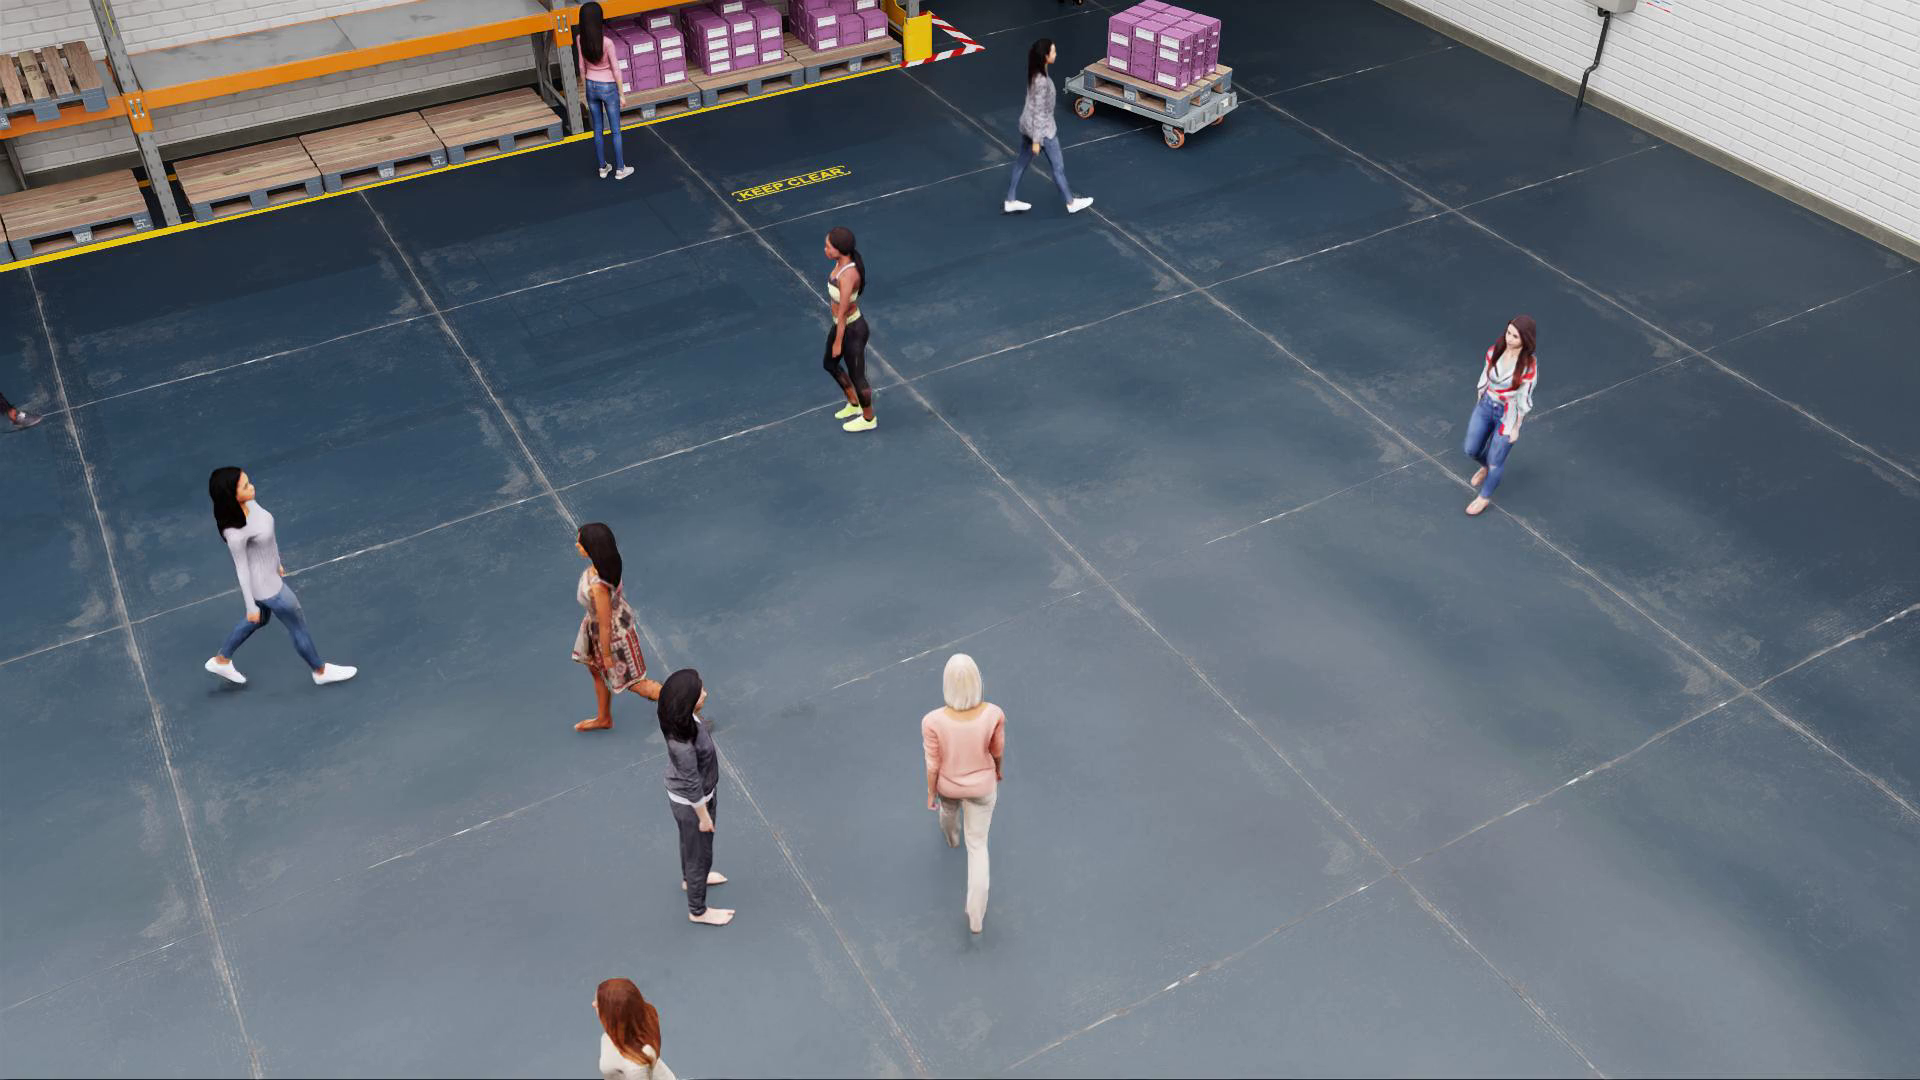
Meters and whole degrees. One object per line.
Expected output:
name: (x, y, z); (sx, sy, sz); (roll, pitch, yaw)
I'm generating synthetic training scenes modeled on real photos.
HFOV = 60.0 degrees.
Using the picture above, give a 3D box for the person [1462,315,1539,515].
person: (3.907, -0.918, 11.872); (0.734, 1.604, 0.672); (-31, 48, -33)

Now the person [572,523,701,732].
person: (-2.006, 0.564, 10.001); (1.133, 1.623, 0.897); (-3, 39, -4)

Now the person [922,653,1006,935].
person: (0.042, 1.367, 8.950); (1.185, 1.680, 1.004); (-4, 39, -5)

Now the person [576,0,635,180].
person: (-3.459, -4.341, 16.048); (0.650, 1.742, 0.703); (11, 40, 13)

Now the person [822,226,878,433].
person: (-0.739, -1.578, 12.591); (0.704, 1.739, 0.662); (-7, 39, -9)

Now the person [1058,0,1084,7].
person: (1.321, -7.139, 19.625); (0.621, 1.650, 0.667); (12, 40, 15)

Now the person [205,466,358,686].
person: (-4.420, 0.282, 10.287); (1.203, 1.707, 0.850); (-9, 39, -11)

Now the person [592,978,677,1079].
person: (-1.324, 2.525, 7.510); (1.185, 1.668, 0.950); (-2, 39, -2)

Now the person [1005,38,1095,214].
person: (0.641, -3.782, 15.386); (1.139, 1.694, 0.868); (-7, 39, -8)

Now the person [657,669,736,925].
person: (-1.437, 1.365, 8.887); (0.580, 1.761, 0.631); (-11, 40, -14)
